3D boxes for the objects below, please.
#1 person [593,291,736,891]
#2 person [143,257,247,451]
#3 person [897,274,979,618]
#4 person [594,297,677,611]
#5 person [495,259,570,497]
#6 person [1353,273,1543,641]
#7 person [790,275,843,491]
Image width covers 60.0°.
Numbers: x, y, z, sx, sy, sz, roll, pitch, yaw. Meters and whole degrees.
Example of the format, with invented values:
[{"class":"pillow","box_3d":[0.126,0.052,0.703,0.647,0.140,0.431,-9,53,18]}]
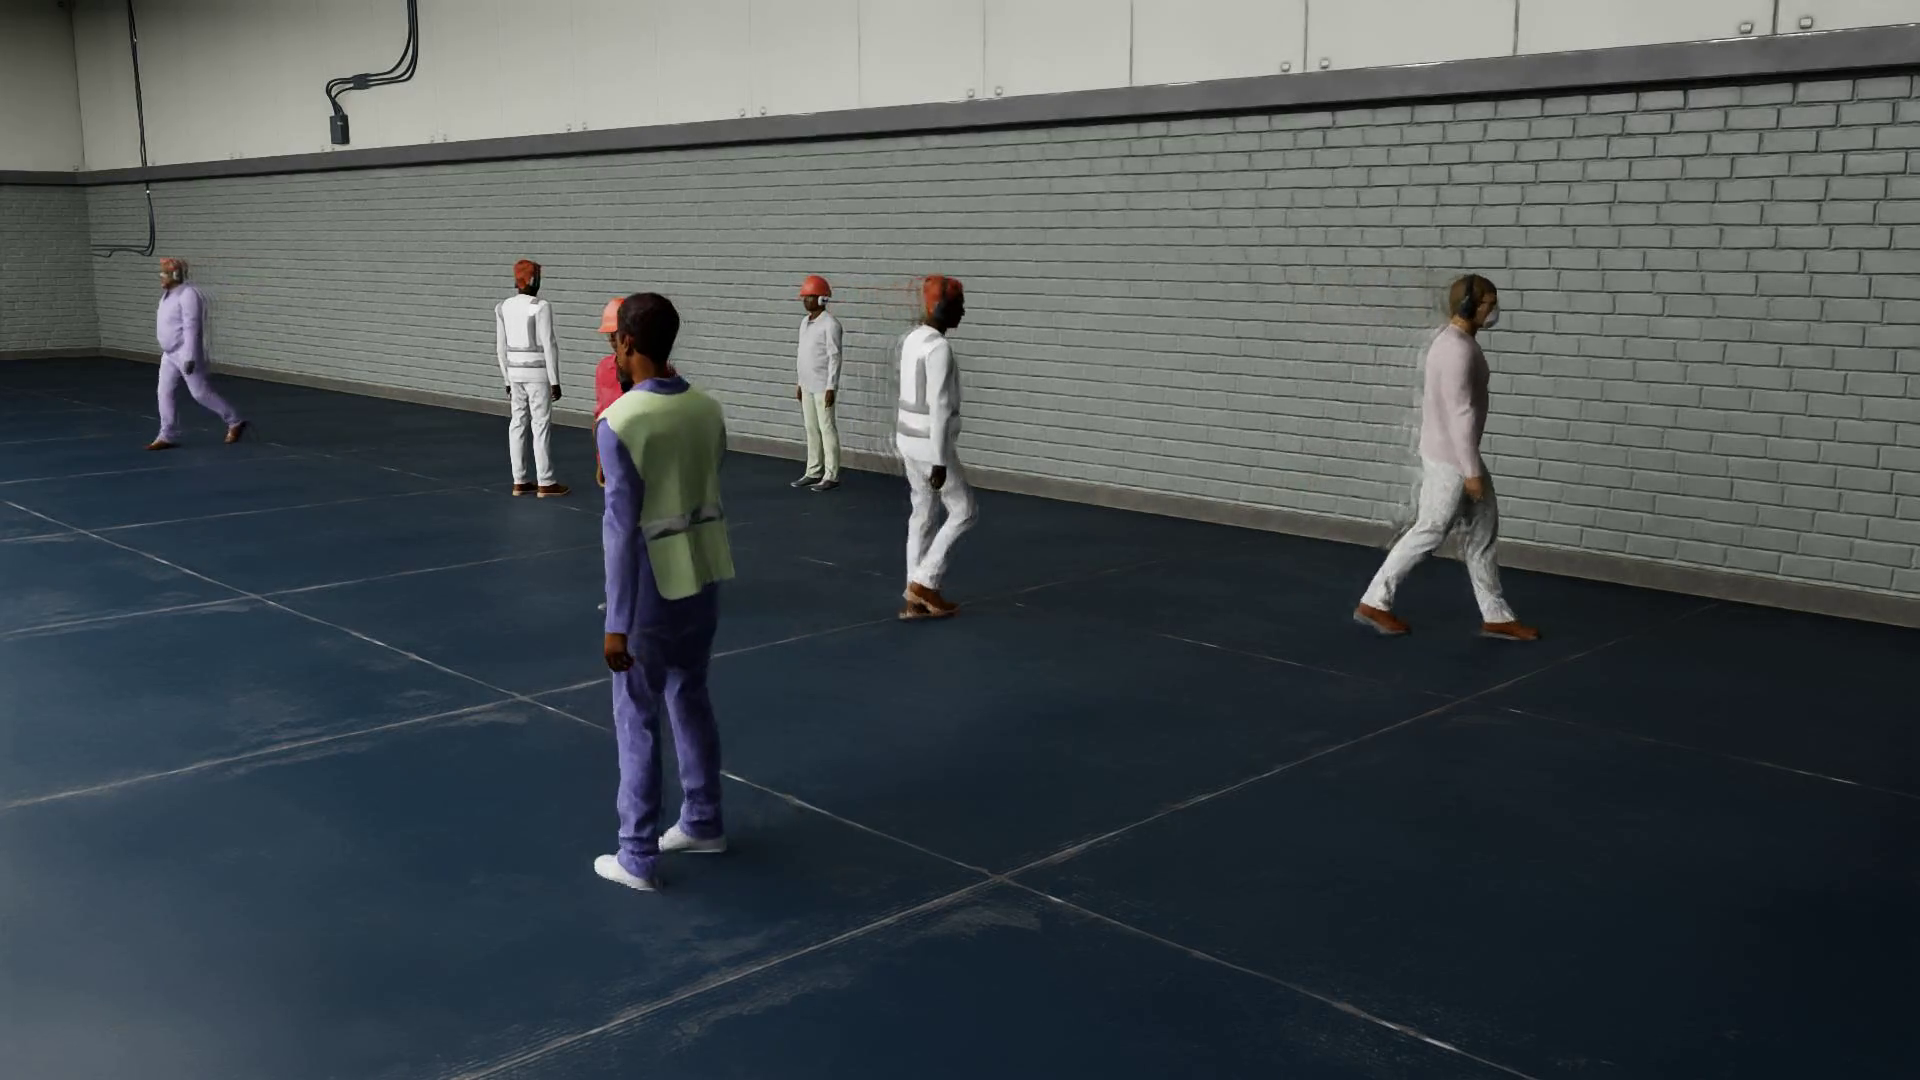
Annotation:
[{"class":"person","box_3d":[-0.952,0.162,5.343,0.425,1.910,0.595,5,12,27]},{"class":"person","box_3d":[-7.551,-1.831,16.300,0.649,1.871,0.933,8,13,38]},{"class":"person","box_3d":[-0.126,-0.491,8.980,0.423,1.867,0.595,-4,11,-22]},{"class":"person","box_3d":[-1.797,-0.448,9.101,0.571,1.743,0.351,7,12,34]},{"class":"person","box_3d":[-3.414,-1.280,13.247,0.573,1.886,0.354,6,12,28]},{"class":"person","box_3d":[2.509,-0.414,8.525,0.949,1.902,0.637,4,11,20]},{"class":"person","box_3d":[-1.174,-1.283,13.614,0.320,1.755,0.563,-8,13,-36]}]
